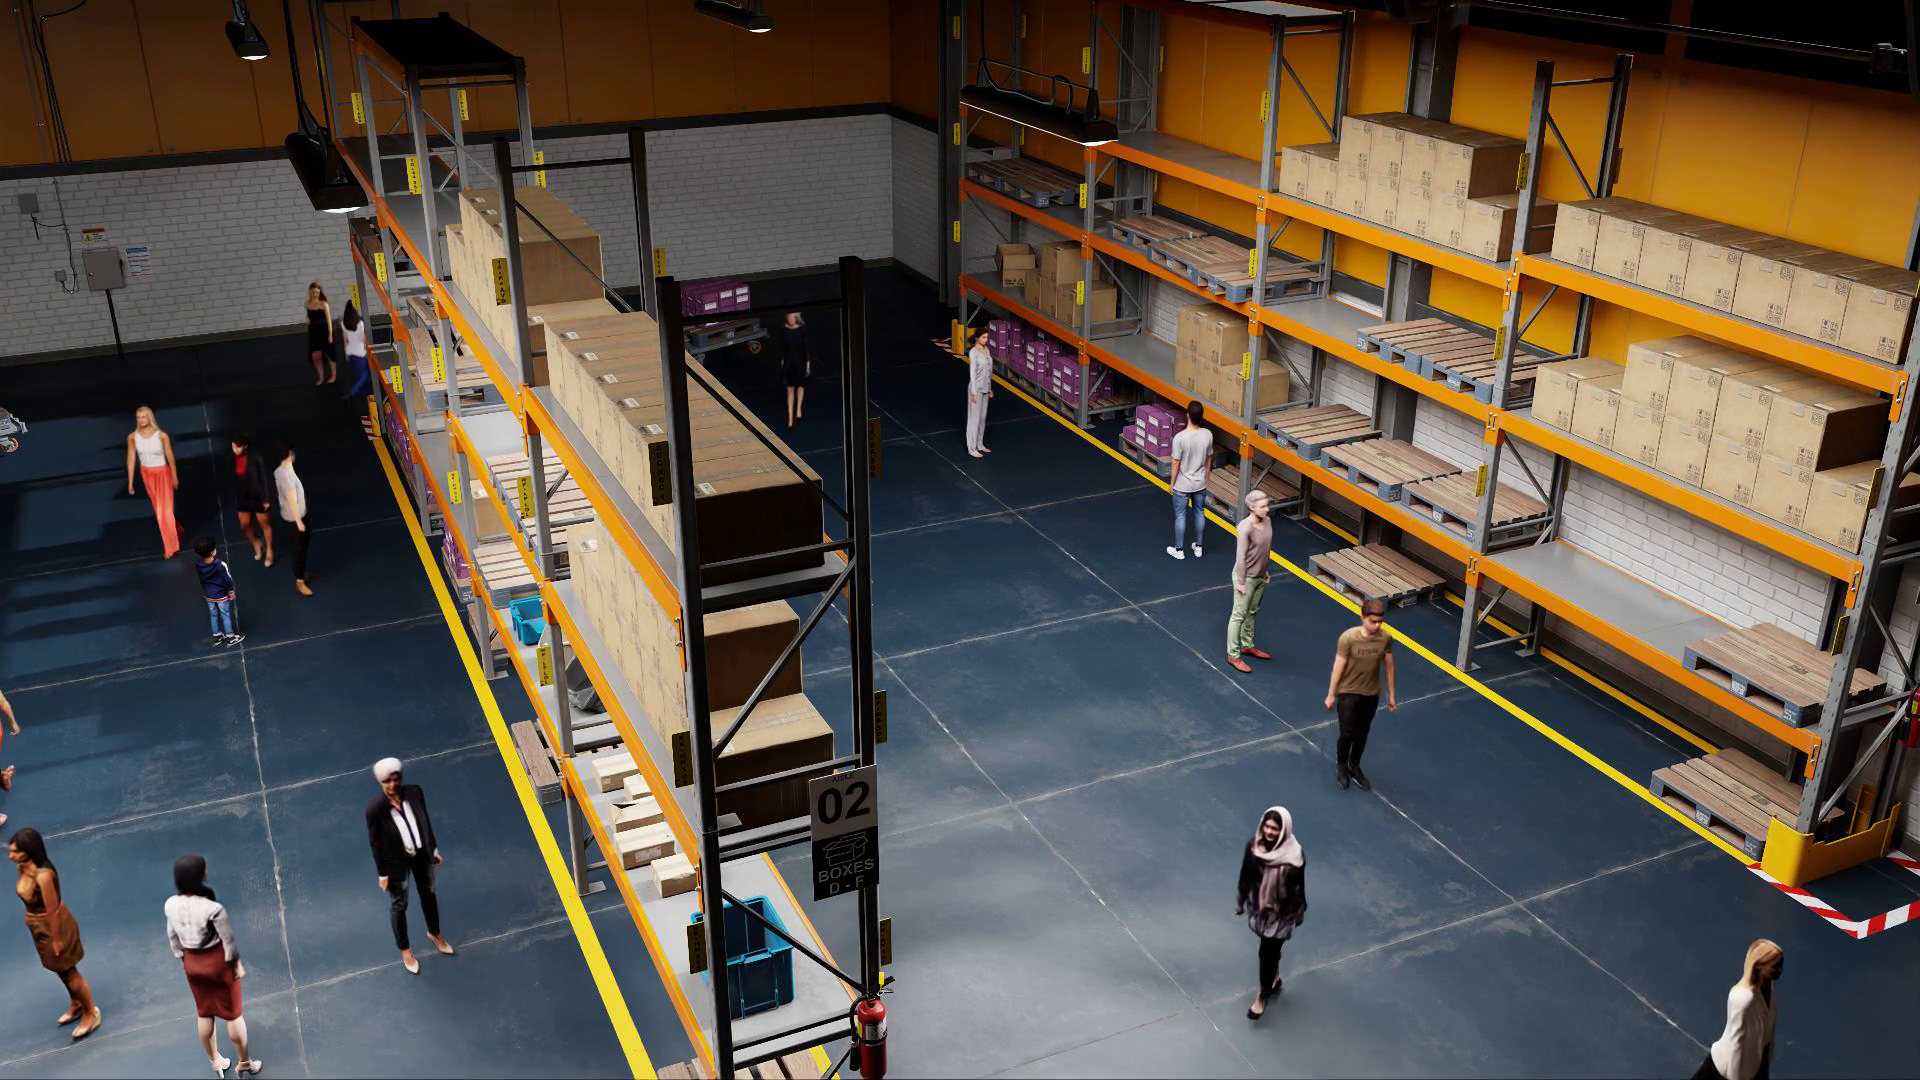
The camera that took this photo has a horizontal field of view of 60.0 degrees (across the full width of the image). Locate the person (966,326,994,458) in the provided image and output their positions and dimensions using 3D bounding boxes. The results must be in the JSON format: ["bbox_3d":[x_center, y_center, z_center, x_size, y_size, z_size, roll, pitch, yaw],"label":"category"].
[{"bbox_3d":[0.244,-2.005,22.271,0.712,1.776,0.683,14,27,28],"label":"person"}]

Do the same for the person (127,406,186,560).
[{"bbox_3d":[-9.298,-0.722,19.330,0.857,1.780,1.037,0,24,-1],"label":"person"}]

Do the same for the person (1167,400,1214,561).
[{"bbox_3d":[2.652,-0.694,19.131,0.691,1.889,0.579,-8,25,-18],"label":"person"}]

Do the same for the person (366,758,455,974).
[{"bbox_3d":[-4.028,2.347,12.267,0.811,1.780,0.704,-22,32,-40],"label":"person"}]

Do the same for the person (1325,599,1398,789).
[{"bbox_3d":[3.468,1.310,14.605,0.830,1.842,0.722,-6,24,-14],"label":"person"}]

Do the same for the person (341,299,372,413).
[{"bbox_3d":[-8.640,-2.582,23.734,1.003,1.660,0.996,12,26,25],"label":"person"}]

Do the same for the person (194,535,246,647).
[{"bbox_3d":[-7.693,0.516,17.195,0.599,1.222,0.642,5,24,11],"label":"person"}]

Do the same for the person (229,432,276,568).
[{"bbox_3d":[-8.019,-0.475,18.956,0.701,1.628,0.709,-1,24,-1],"label":"person"}]

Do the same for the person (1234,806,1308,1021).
[{"bbox_3d":[2.282,2.592,11.951,0.829,1.619,0.861,20,30,38],"label":"person"}]

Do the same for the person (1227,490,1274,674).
[{"bbox_3d":[2.914,0.370,16.715,0.750,1.875,0.762,19,30,37],"label":"person"}]

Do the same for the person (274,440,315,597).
[{"bbox_3d":[-7.368,-0.252,18.369,0.823,1.688,0.460,-4,24,-9],"label":"person"}]

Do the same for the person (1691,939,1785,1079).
[{"bbox_3d":[4.693,3.226,10.265,0.827,1.808,1.253,-18,30,-36],"label":"person"}]

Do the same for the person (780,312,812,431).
[{"bbox_3d":[-2.293,-2.453,23.376,0.896,1.712,1.164,0,24,-1],"label":"person"}]

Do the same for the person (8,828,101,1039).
[{"bbox_3d":[-6.316,2.717,11.584,0.595,1.684,0.703,18,29,35],"label":"person"}]

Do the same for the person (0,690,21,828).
[{"bbox_3d":[-8.257,1.669,14.007,0.797,1.664,1.178,-5,24,-11],"label":"person"}]

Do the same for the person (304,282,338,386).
[{"bbox_3d":[-9.601,-3.120,25.048,0.744,1.595,0.829,5,24,11],"label":"person"}]

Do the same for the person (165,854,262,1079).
[{"bbox_3d":[-5.015,2.874,11.138,0.672,1.752,0.689,4,24,8],"label":"person"}]
